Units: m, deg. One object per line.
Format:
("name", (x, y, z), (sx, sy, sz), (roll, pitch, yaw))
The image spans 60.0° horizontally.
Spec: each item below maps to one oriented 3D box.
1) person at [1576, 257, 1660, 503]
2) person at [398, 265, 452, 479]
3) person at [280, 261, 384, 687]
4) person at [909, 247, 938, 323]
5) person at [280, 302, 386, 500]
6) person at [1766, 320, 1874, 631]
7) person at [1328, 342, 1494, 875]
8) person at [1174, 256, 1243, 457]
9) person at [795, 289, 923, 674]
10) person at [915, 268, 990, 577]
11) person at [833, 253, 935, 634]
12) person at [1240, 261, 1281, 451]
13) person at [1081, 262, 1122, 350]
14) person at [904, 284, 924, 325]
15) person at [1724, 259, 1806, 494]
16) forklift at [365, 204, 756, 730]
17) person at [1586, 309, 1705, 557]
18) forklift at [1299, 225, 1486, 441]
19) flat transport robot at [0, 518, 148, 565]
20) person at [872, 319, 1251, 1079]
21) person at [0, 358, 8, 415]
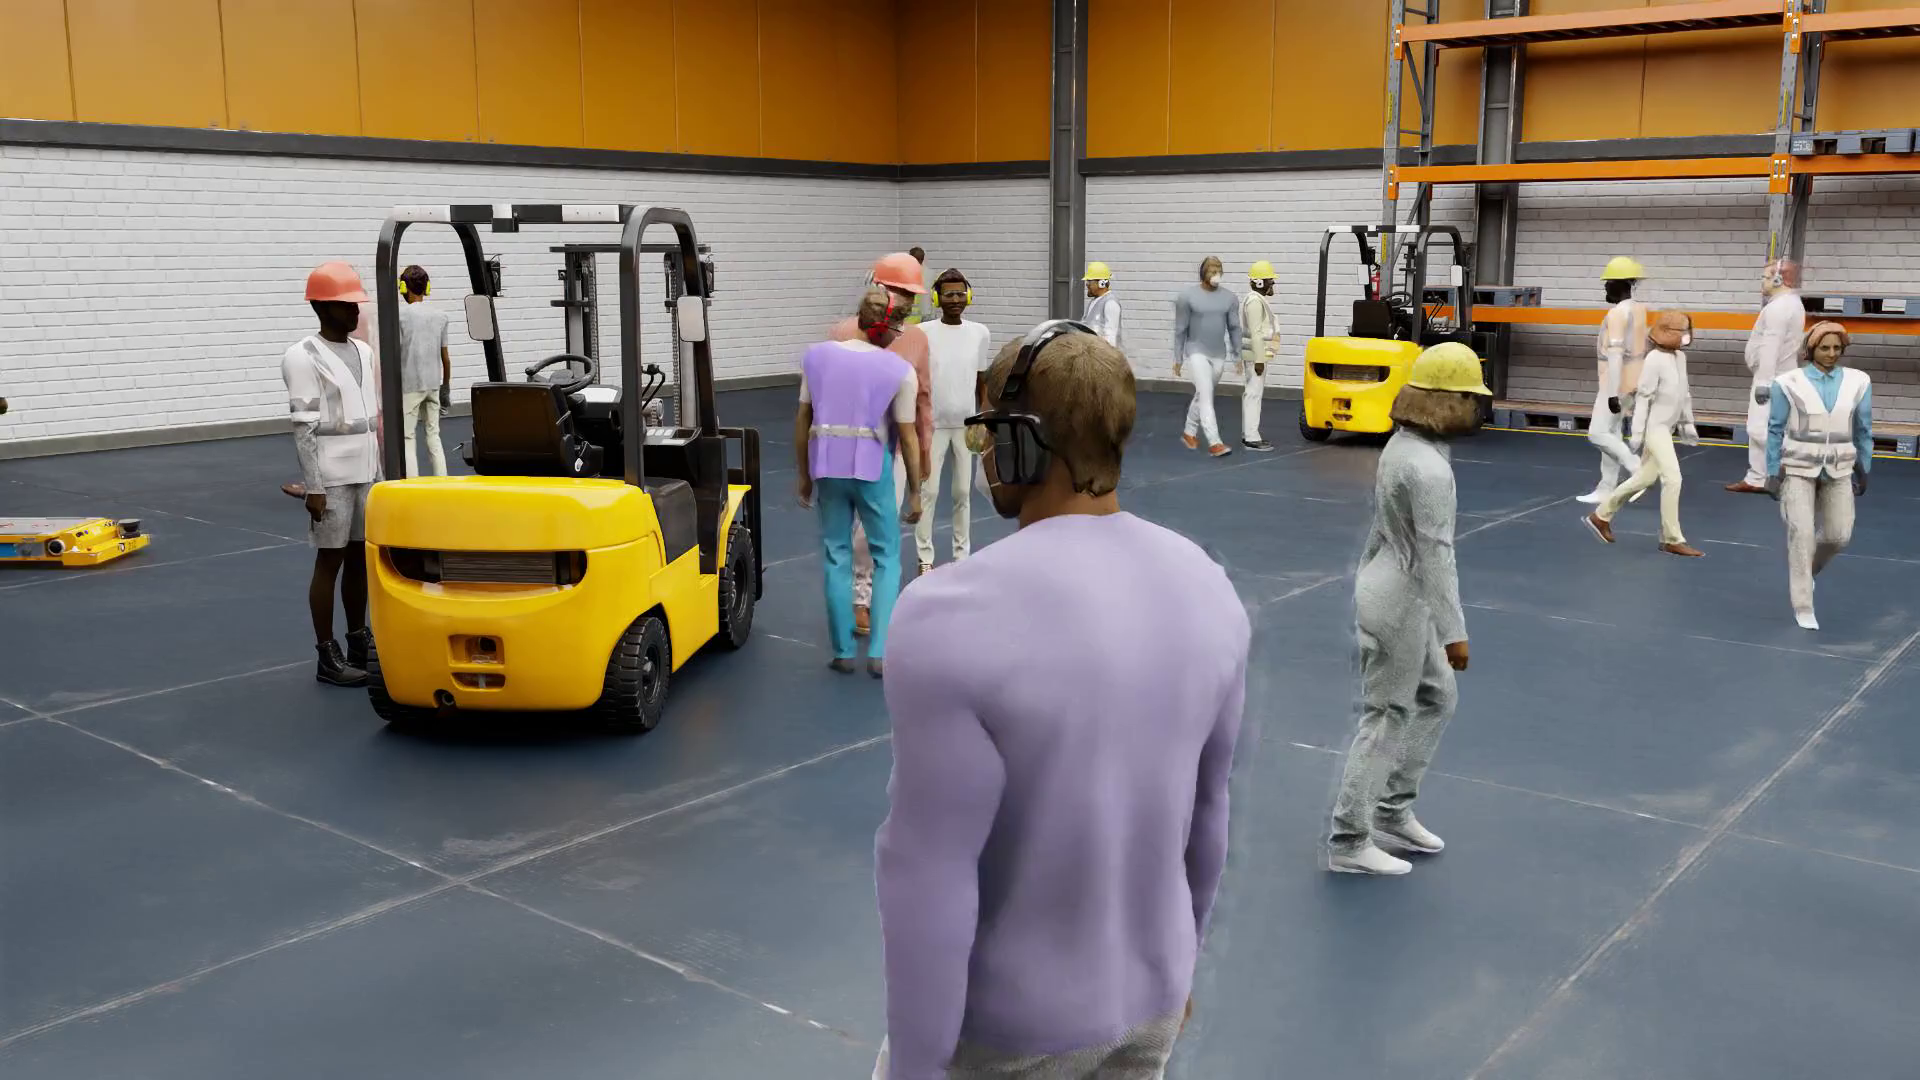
("person", (5.058, -1.192, 12.667), (0.559, 1.911, 0.593), (9, 13, 40))
("person", (-3.996, -1.088, 12.260), (0.349, 1.855, 0.532), (8, 13, 37))
("person", (-2.829, -0.304, 7.668), (0.356, 1.938, 0.545), (3, 11, 15))
("person", (-0.596, -3.129, 23.318), (0.631, 1.940, 0.369), (-8, 13, -38))
("person", (-4.821, -1.215, 12.918), (0.948, 1.855, 0.719), (-3, 11, -17))
("person", (4.526, -0.360, 8.841), (0.542, 1.621, 0.539), (1, 10, 7))
("person", (1.441, 0.229, 5.314), (0.552, 1.716, 0.553), (1, 10, 4))
("person", (2.360, -1.751, 15.861), (0.644, 1.883, 1.081), (-3, 11, -18))
("person", (-0.485, -0.248, 7.758), (0.611, 1.818, 0.384), (2, 10, 13))
("person", (-0.048, -0.667, 9.866), (0.521, 1.873, 0.335), (-3, 11, -18))
("person", (-0.394, -0.484, 8.575), (0.637, 1.965, 0.487), (-9, 14, -41))
("person", (2.911, -1.790, 16.191), (0.403, 1.835, 0.588), (1, 10, 7))
("person", (1.364, -1.791, 16.228), (0.403, 1.826, 0.597), (-3, 11, -15))
("person", (-0.740, -2.945, 22.564), (0.429, 1.846, 0.625), (4, 11, 23))
("person", (6.495, -1.272, 13.173), (0.643, 1.884, 0.654), (7, 12, 33))
("forklift", (-1.766, -0.406, 7.525), (1.214, 2.155, 2.313), (1, 10, 7))
("person", (4.526, -0.720, 10.921), (0.790, 1.598, 0.502), (9, 13, 40))
("forklift", (4.449, -2.115, 16.993), (1.214, 2.155, 2.313), (8, 13, 38))
("flat transport robot", (-6.047, 0.003, 10.586), (1.431, 0.197, 0.652), (0, 10, 0))
("person", (0.120, 0.651, 2.406), (0.662, 1.925, 0.433), (-8, 13, -38))
("person", (-7.264, -1.123, 12.103), (0.715, 1.984, 0.490), (5, 11, 26))
